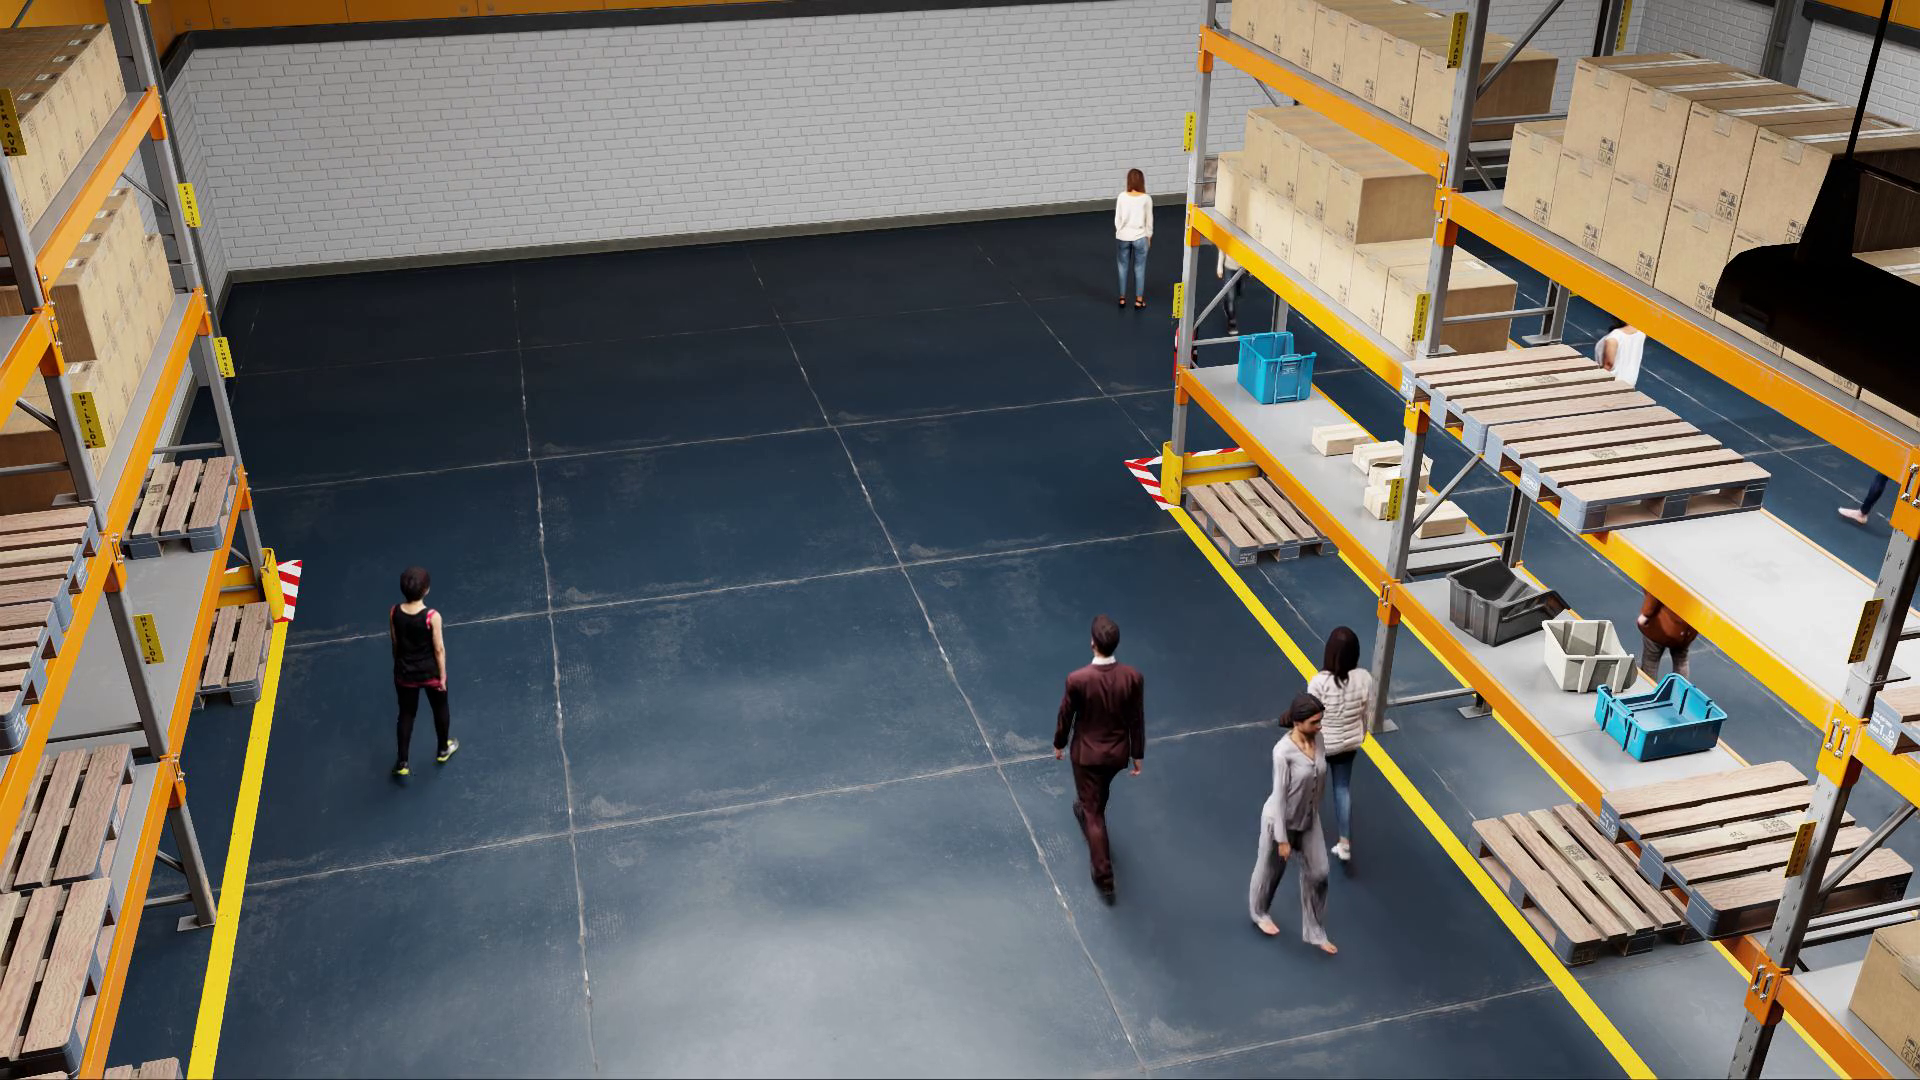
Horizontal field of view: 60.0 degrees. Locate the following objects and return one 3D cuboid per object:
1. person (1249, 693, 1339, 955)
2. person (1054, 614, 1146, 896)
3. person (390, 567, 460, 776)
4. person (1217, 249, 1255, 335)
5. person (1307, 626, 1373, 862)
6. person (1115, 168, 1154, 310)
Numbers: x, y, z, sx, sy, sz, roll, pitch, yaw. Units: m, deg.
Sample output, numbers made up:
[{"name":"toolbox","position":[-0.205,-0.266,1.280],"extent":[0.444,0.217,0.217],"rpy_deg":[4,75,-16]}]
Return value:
[{"name":"person","position":[1.933,1.653,10.047],"extent":[0.756,1.754,0.922],"rpy_deg":[-17,33,-28]},{"name":"person","position":[0.904,1.389,10.469],"extent":[0.721,1.814,1.195],"rpy_deg":[-6,29,-10]},{"name":"person","position":[-3.794,0.947,11.583],"extent":[0.754,1.523,0.892],"rpy_deg":[2,29,4]},{"name":"person","position":[3.158,-3.149,19.173],"extent":[0.589,1.445,0.937],"rpy_deg":[-5,29,-9]},{"name":"person","position":[2.447,1.340,10.777],"extent":[0.705,1.604,1.070],"rpy_deg":[-4,29,-7]},{"name":"person","position":[2.044,-3.562,19.686],"extent":[0.699,1.680,0.731],"rpy_deg":[11,30,19]}]
